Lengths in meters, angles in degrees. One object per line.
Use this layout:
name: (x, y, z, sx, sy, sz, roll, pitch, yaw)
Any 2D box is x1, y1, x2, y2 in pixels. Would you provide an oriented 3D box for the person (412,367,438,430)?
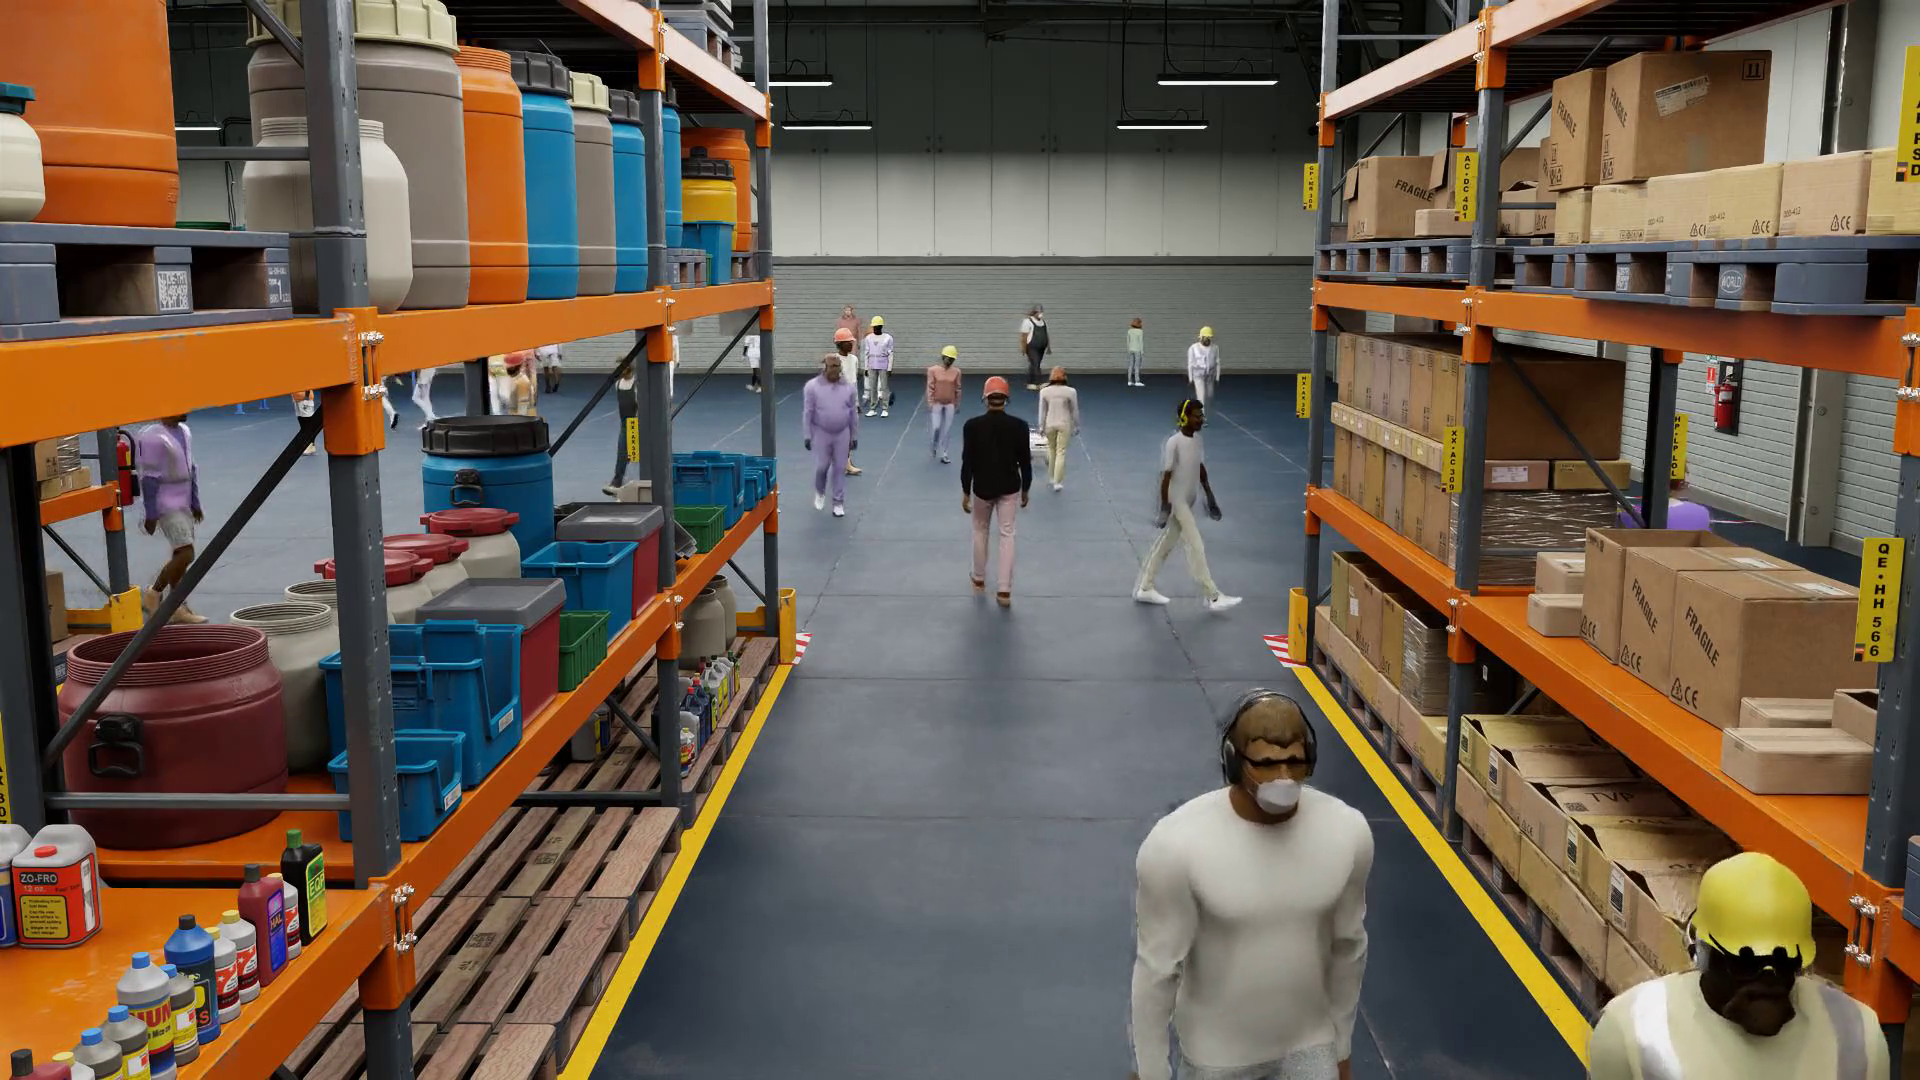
person: (-9.453, -2.845, 29.266, 0.416, 1.843, 0.548, 1, 10, 8)

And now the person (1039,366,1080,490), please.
person: (1.318, -1.478, 21.828, 0.504, 1.603, 0.795, 3, 10, 19)

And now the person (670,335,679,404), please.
person: (-6.216, -3.802, 35.037, 0.587, 1.836, 0.999, -2, 10, -12)

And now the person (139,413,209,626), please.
person: (-6.308, -0.281, 13.389, 0.458, 2.024, 0.611, 0, 9, -3)

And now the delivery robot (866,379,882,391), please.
delivery robot: (-1.707, -3.227, 34.489, 0.335, 0.223, 0.698, 4, 10, 21)

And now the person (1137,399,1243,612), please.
person: (1.949, -0.309, 14.221, 1.025, 1.809, 0.502, 5, 11, 30)

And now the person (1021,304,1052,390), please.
person: (1.841, -4.451, 38.436, 0.699, 2.000, 1.005, -8, 13, -41)

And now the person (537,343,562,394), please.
person: (-9.266, -4.262, 37.571, 0.590, 1.911, 0.652, -5, 11, -28)

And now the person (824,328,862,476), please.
person: (-1.607, -1.917, 23.106, 0.360, 2.047, 0.615, 7, 12, 38)

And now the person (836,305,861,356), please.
person: (-2.823, -5.026, 42.241, 0.643, 1.887, 0.635, 0, 9, 0)

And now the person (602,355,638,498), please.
person: (-4.181, -1.428, 20.946, 0.494, 1.780, 0.976, 5, 11, 26)

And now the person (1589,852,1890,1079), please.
person: (1.616, 1.499, 3.451, 0.597, 1.789, 0.927, 0, 9, 1)

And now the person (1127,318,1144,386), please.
person: (4.220, -4.517, 39.921, 0.266, 1.631, 0.507, -8, 12, -40)

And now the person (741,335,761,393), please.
person: (-4.688, -4.173, 37.771, 0.544, 1.644, 0.861, -9, 13, -43)

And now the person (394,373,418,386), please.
person: (-13.138, -4.488, 39.656, 0.824, 1.671, 0.530, 4, 10, 21)

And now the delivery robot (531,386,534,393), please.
delivery robot: (-9.086, -3.051, 34.207, 0.477, 0.478, 0.707, 3, 10, 19)

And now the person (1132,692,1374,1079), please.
person: (0.724, 1.286, 4.363, 0.638, 1.914, 0.853, -2, 10, -12)

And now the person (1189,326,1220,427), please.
person: (4.431, -2.993, 30.286, 0.591, 1.810, 0.696, -2, 10, -13)

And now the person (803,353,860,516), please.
person: (-1.489, -1.228, 19.418, 0.667, 1.895, 0.427, -3, 10, -15)

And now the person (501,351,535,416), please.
person: (-5.519, -1.442, 20.786, 0.418, 1.898, 0.567, -4, 10, -25)

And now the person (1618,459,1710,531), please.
person: (4.222, 0.376, 10.130, 0.585, 1.794, 0.966, 0, 9, -1)

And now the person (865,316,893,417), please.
person: (-1.565, -3.324, 31.894, 0.588, 1.927, 0.370, 4, 10, 21)

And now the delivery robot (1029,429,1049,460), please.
delivery robot: (1.044, -1.368, 24.130, 0.707, 0.478, 0.477, 0, 10, 0)

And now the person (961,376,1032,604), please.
person: (0.310, -0.463, 14.686, 0.649, 1.946, 0.977, -1, 10, -7)

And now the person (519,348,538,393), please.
person: (-9.615, -4.111, 36.691, 0.638, 1.903, 0.406, -8, 13, -41)

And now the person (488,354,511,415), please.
person: (-8.370, -2.999, 30.261, 0.648, 1.814, 0.547, 3, 10, 17)

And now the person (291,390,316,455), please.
person: (-10.152, -2.163, 25.643, 0.320, 1.692, 0.531, -8, 13, -41)

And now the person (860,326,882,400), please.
person: (-1.894, -3.821, 35.846, 0.521, 1.595, 0.831, -3, 10, -19)

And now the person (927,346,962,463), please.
person: (-0.223, -1.991, 24.450, 0.549, 1.736, 0.413, -3, 10, -17)

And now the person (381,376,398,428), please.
person: (-10.384, -2.885, 29.424, 0.814, 1.883, 0.652, 5, 11, 27)
